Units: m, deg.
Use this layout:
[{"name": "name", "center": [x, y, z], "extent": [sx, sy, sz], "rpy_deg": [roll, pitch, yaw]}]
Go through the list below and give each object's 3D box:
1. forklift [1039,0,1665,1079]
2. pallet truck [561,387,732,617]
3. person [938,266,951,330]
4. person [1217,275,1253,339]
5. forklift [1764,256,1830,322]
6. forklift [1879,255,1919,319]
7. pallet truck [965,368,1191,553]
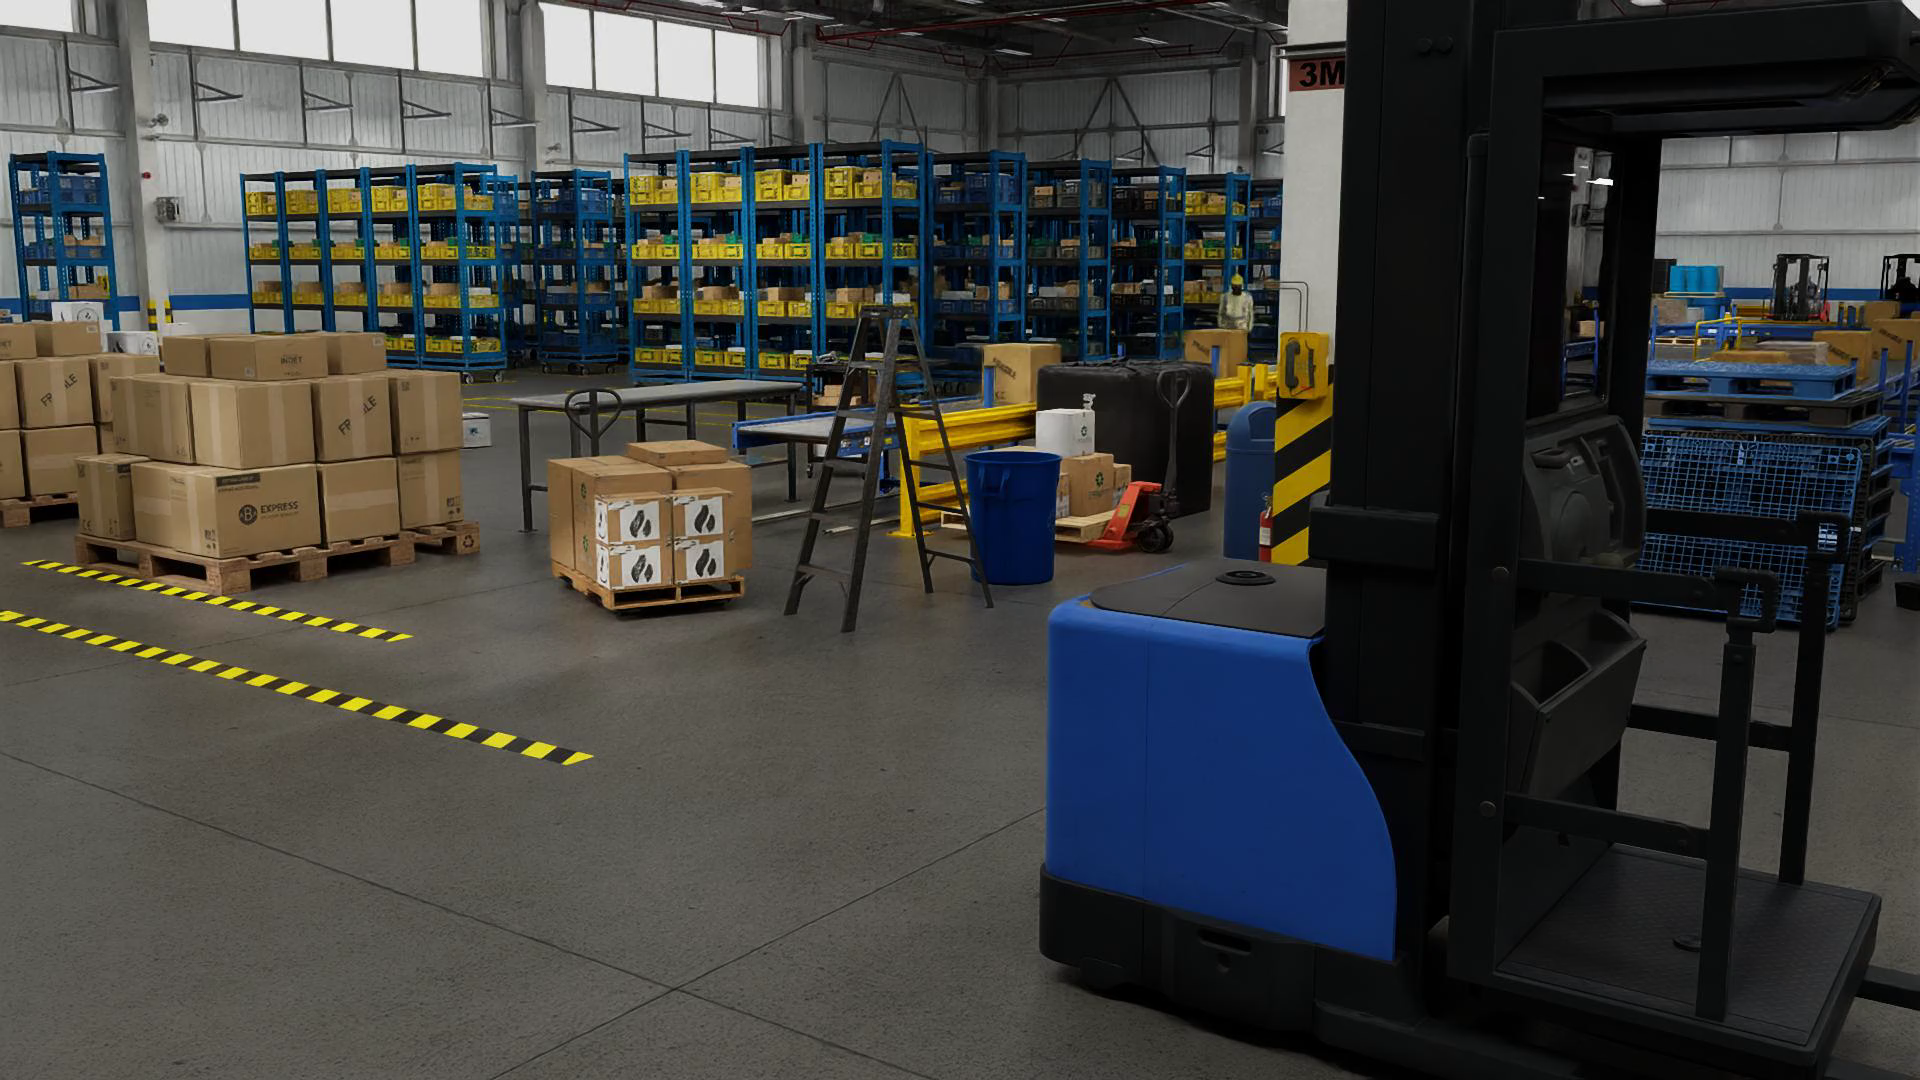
[{"name": "forklift", "center": [1.249, -0.137, 4.360], "extent": [1.873, 2.768, 1.129], "rpy_deg": [7, 12, 35]}, {"name": "pallet truck", "center": [-1.981, -0.274, 10.088], "extent": [0.680, 1.201, 1.601], "rpy_deg": [-5, 11, -28]}, {"name": "person", "center": [-0.425, -5.141, 36.918], "extent": [0.745, 1.952, 0.639], "rpy_deg": [-2, 10, -14]}, {"name": "person", "center": [4.707, -3.634, 28.460], "extent": [0.585, 1.792, 0.940], "rpy_deg": [3, 10, 18]}, {"name": "forklift", "center": [20.253, -5.854, 40.139], "extent": [1.157, 1.987, 2.680], "rpy_deg": [7, 12, 35]}, {"name": "forklift", "center": [22.089, -5.634, 38.796], "extent": [1.157, 1.987, 2.680], "rpy_deg": [6, 11, 33]}, {"name": "pallet truck", "center": [0.845, -0.609, 11.869], "extent": [1.630, 1.274, 0.653], "rpy_deg": [7, 12, 35]}]
